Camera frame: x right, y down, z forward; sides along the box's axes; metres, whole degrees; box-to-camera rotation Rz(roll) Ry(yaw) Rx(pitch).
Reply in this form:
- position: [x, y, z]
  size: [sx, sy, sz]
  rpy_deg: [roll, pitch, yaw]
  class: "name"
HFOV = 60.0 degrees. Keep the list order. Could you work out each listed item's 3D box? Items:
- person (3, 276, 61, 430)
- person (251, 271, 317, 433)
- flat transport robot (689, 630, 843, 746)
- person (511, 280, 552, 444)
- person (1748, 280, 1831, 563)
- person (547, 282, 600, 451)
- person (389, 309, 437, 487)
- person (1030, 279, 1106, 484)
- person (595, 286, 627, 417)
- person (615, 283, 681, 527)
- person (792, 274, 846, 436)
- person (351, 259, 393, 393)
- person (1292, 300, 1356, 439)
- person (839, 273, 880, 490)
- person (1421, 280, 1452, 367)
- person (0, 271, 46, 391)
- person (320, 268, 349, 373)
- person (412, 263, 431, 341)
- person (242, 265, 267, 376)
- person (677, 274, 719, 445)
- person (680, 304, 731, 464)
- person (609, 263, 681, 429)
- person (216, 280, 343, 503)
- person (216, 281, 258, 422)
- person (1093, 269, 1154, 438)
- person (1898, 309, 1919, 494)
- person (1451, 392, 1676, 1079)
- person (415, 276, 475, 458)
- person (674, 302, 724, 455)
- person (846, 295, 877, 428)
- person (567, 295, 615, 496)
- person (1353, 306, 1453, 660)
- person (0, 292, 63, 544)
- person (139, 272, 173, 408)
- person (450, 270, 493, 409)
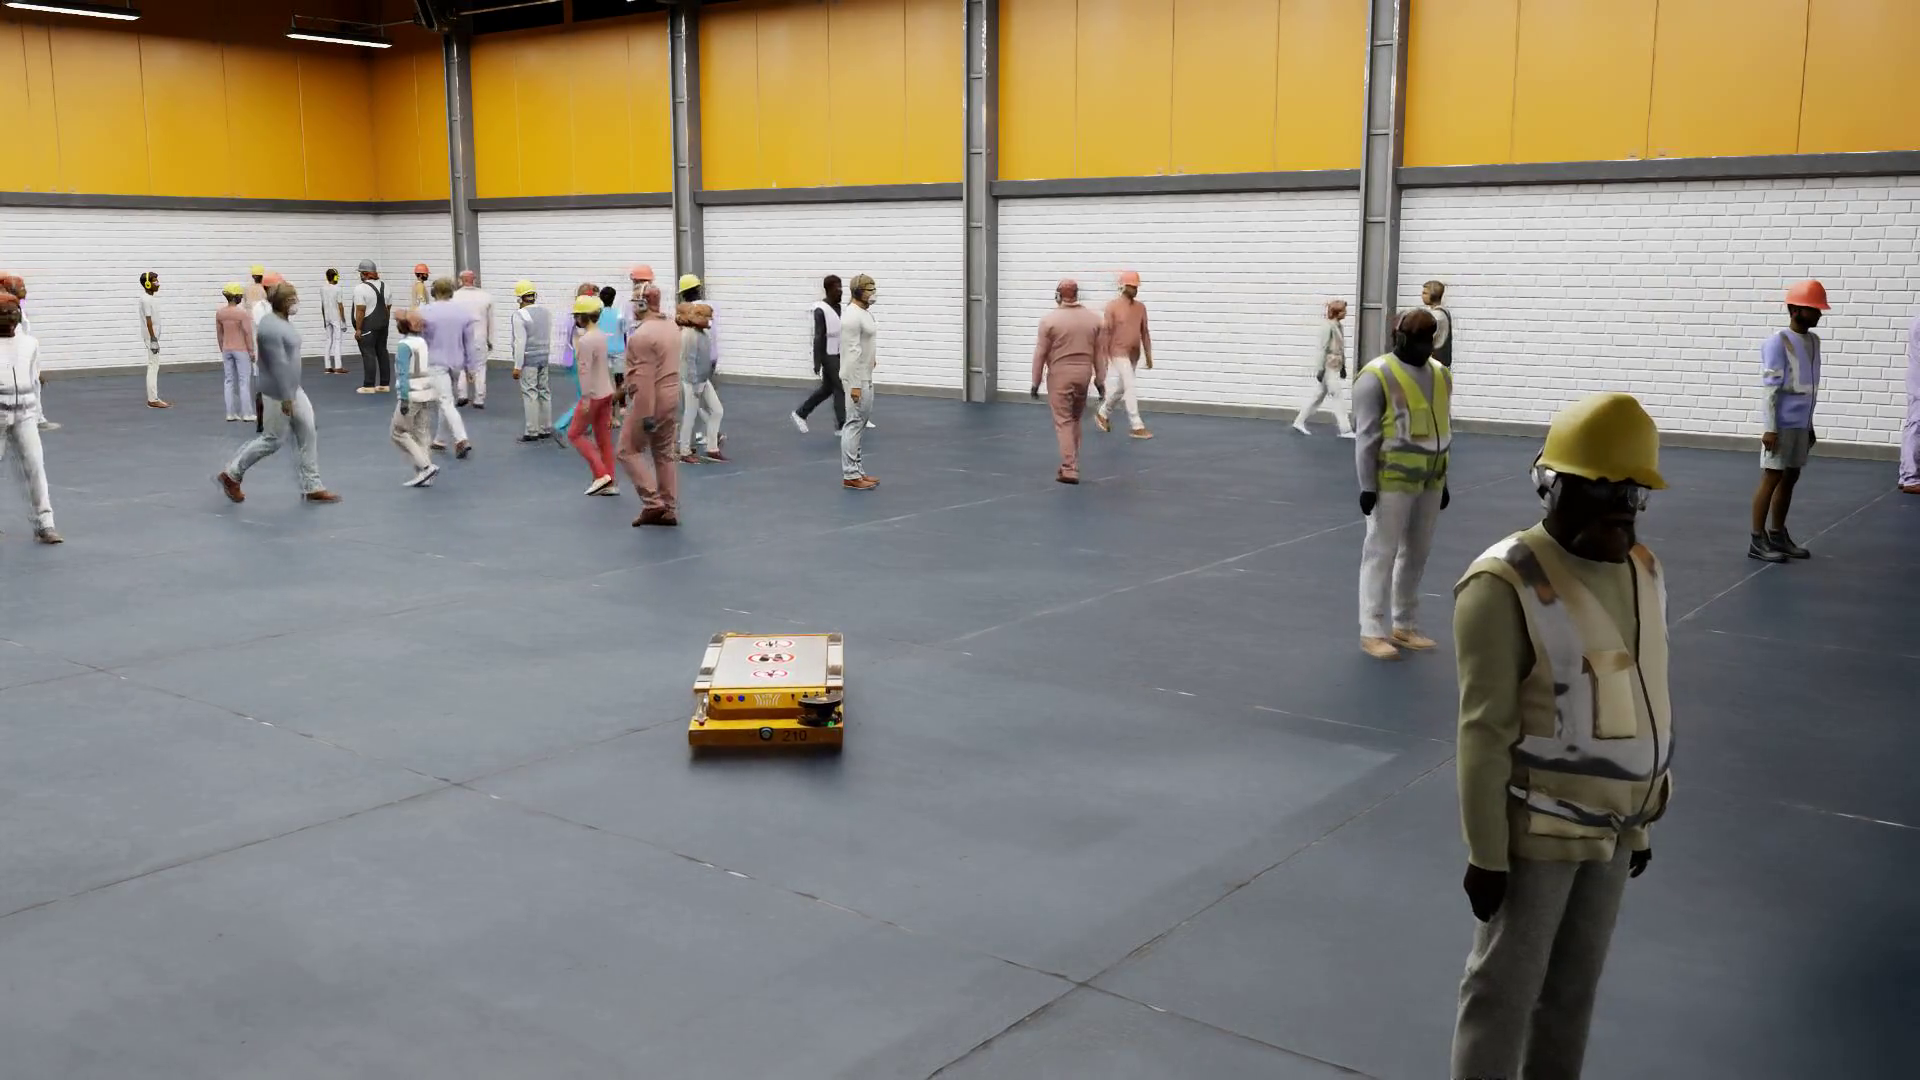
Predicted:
- position: [-11.307, -2.214, 19.832]
  size: [0.816, 1.863, 0.585]
  rpy_deg: [-5, 11, -27]
  class: "person"
- position: [-7.987, -2.187, 19.531]
  size: [0.845, 1.900, 0.569]
  rpy_deg: [3, 10, 17]
  class: "person"
- position: [-0.869, 0.658, 7.719]
  size: [0.652, 0.197, 1.431]
  rpy_deg: [-1, 10, -4]
  class: "flat transport robot"
- position: [-4.803, -1.986, 18.591]
  size: [0.404, 1.827, 0.589]
  rpy_deg: [4, 11, 24]
  class: "person"
- position: [5.730, -0.811, 11.433]
  size: [0.551, 1.932, 0.378]
  rpy_deg: [-6, 12, -33]
  class: "person"
- position: [-4.075, -1.828, 17.716]
  size: [0.566, 1.811, 0.651]
  rpy_deg: [-3, 10, -17]
  class: "person"
- position: [-4.946, -1.267, 14.985]
  size: [0.373, 1.624, 0.535]
  rpy_deg: [0, 10, 2]
  class: "person"
- position: [0.964, -1.485, 15.520]
  size: [0.692, 1.876, 0.815]
  rpy_deg: [-4, 11, -24]
  class: "person"
- position: [-4.551, -2.439, 21.600]
  size: [0.541, 1.695, 0.316]
  rpy_deg: [-2, 10, -9]
  class: "person"
- position: [-2.400, -1.031, 12.854]
  size: [0.448, 1.891, 0.648]
  rpy_deg: [3, 10, 19]
  class: "person"
- position: [-1.571, -2.151, 19.403]
  size: [0.910, 1.888, 0.597]
  rpy_deg: [4, 10, 20]
  class: "person"
- position: [-9.023, -3.263, 25.398]
  size: [0.539, 2.000, 0.689]
  rpy_deg: [4, 11, 23]
  class: "person"
- position: [4.245, -1.979, 19.231]
  size: [0.856, 1.599, 0.529]
  rpy_deg: [5, 11, 28]
  class: "person"
- position: [-0.907, -1.422, 14.978]
  size: [0.354, 1.937, 0.635]
  rpy_deg: [1, 10, 5]
  class: "person"
- position: [5.049, -1.887, 18.000]
  size: [0.593, 1.827, 0.549]
  rpy_deg: [5, 11, 26]
  class: "person"
- position: [-14.046, -3.055, 24.626]
  size: [0.559, 1.906, 0.868]
  rpy_deg: [7, 12, 36]
  class: "person"
- position: [-11.134, -3.892, 29.586]
  size: [0.508, 1.864, 0.332]
  rpy_deg: [4, 11, 23]
  class: "person"
- position: [-10.065, -4.208, 31.199]
  size: [0.364, 1.935, 0.553]
  rpy_deg: [-5, 11, -28]
  class: "person"
- position: [-12.089, -3.785, 28.762]
  size: [0.587, 1.930, 0.361]
  rpy_deg: [1, 10, 8]
  class: "person"
- position: [-2.908, -1.987, 18.425]
  size: [0.607, 1.878, 0.615]
  rpy_deg: [4, 11, 24]
  class: "person"
- position: [-2.560, -1.562, 16.732]
  size: [0.632, 1.608, 0.536]
  rpy_deg: [2, 10, 13]
  class: "person"
- position: [-3.910, -2.325, 20.056]
  size: [0.967, 2.010, 0.621]
  rpy_deg: [2, 10, 11]
  class: "person"
- position: [-5.765, -1.225, 13.960]
  size: [0.913, 1.908, 0.618]
  rpy_deg: [0, 10, -3]
  class: "person"
- position: [-9.130, -2.372, 21.014]
  size: [0.522, 1.769, 0.310]
  rpy_deg: [3, 10, 18]
  class: "person"
- position: [1.904, -2.185, 19.430]
  size: [0.633, 1.949, 1.040]
  rpy_deg: [-8, 12, -38]
  class: "person"
- position: [8.570, -1.357, 14.693]
  size: [0.400, 1.910, 0.643]
  rpy_deg: [5, 11, 26]
  class: "person"
- position: [1.294, 0.595, 3.552]
  size: [0.596, 1.828, 0.403]
  rpy_deg: [-7, 12, -35]
  class: "person"
- position: [-5.357, -1.806, 17.380]
  size: [1.018, 1.904, 0.634]
  rpy_deg: [10, 14, 44]
  class: "person"
- position: [-2.772, -1.679, 17.391]
  size: [0.438, 1.616, 0.516]
  rpy_deg: [4, 10, 21]
  class: "person"
- position: [-1.224, -2.211, 20.167]
  size: [0.485, 1.736, 0.309]
  rpy_deg: [-7, 12, -35]
  class: "person"
- position: [-3.191, -1.236, 14.438]
  size: [0.393, 1.754, 0.536]
  rpy_deg: [2, 10, 10]
  class: "person"
- position: [2.344, -0.301, 8.739]
  size: [0.633, 1.842, 0.429]
  rpy_deg: [-6, 11, -30]
  class: "person"
- position: [-7.041, -0.899, 12.259]
  size: [0.985, 1.842, 0.575]
  rpy_deg: [7, 12, 35]
  class: "person"
- position: [-11.107, -2.752, 22.920]
  size: [0.328, 1.872, 0.509]
  rpy_deg: [-5, 11, -27]
  class: "person"
- position: [-6.723, -2.741, 22.827]
  size: [0.663, 1.888, 0.574]
  rpy_deg: [-6, 11, -30]
  class: "person"
